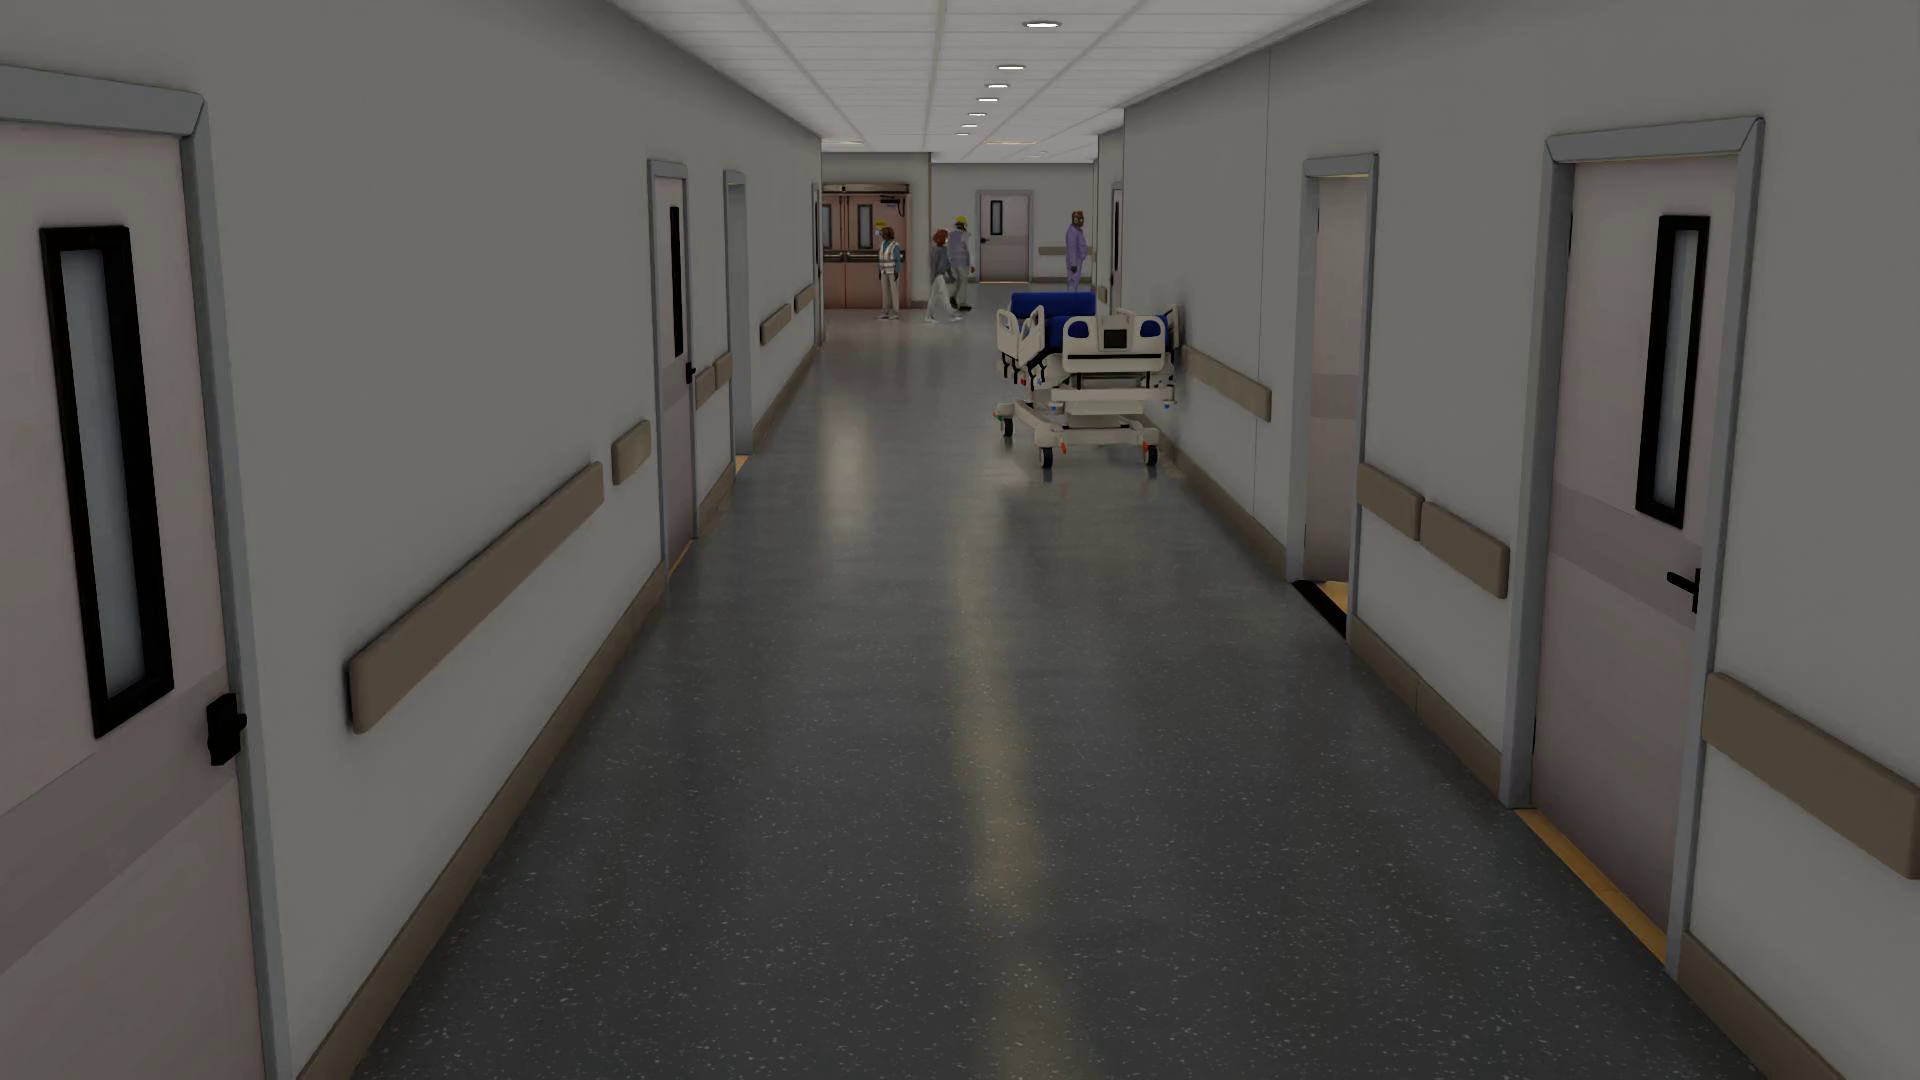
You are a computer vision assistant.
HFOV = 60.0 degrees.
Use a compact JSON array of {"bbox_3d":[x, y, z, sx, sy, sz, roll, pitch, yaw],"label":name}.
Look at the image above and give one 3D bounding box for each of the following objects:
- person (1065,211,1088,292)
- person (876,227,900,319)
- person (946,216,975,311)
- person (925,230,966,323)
[{"bbox_3d":[2.150,-5.095,30.651,0.400,1.910,0.643,2,12,11],"label":"person"},{"bbox_3d":[-1.260,-4.747,29.616,0.315,1.636,0.514,-11,16,-44],"label":"person"},{"bbox_3d":[0.023,-5.300,31.900,0.673,1.800,0.453,9,15,39],"label":"person"},{"bbox_3d":[-0.244,-4.518,28.594,0.841,1.595,0.508,3,12,16],"label":"person"}]
